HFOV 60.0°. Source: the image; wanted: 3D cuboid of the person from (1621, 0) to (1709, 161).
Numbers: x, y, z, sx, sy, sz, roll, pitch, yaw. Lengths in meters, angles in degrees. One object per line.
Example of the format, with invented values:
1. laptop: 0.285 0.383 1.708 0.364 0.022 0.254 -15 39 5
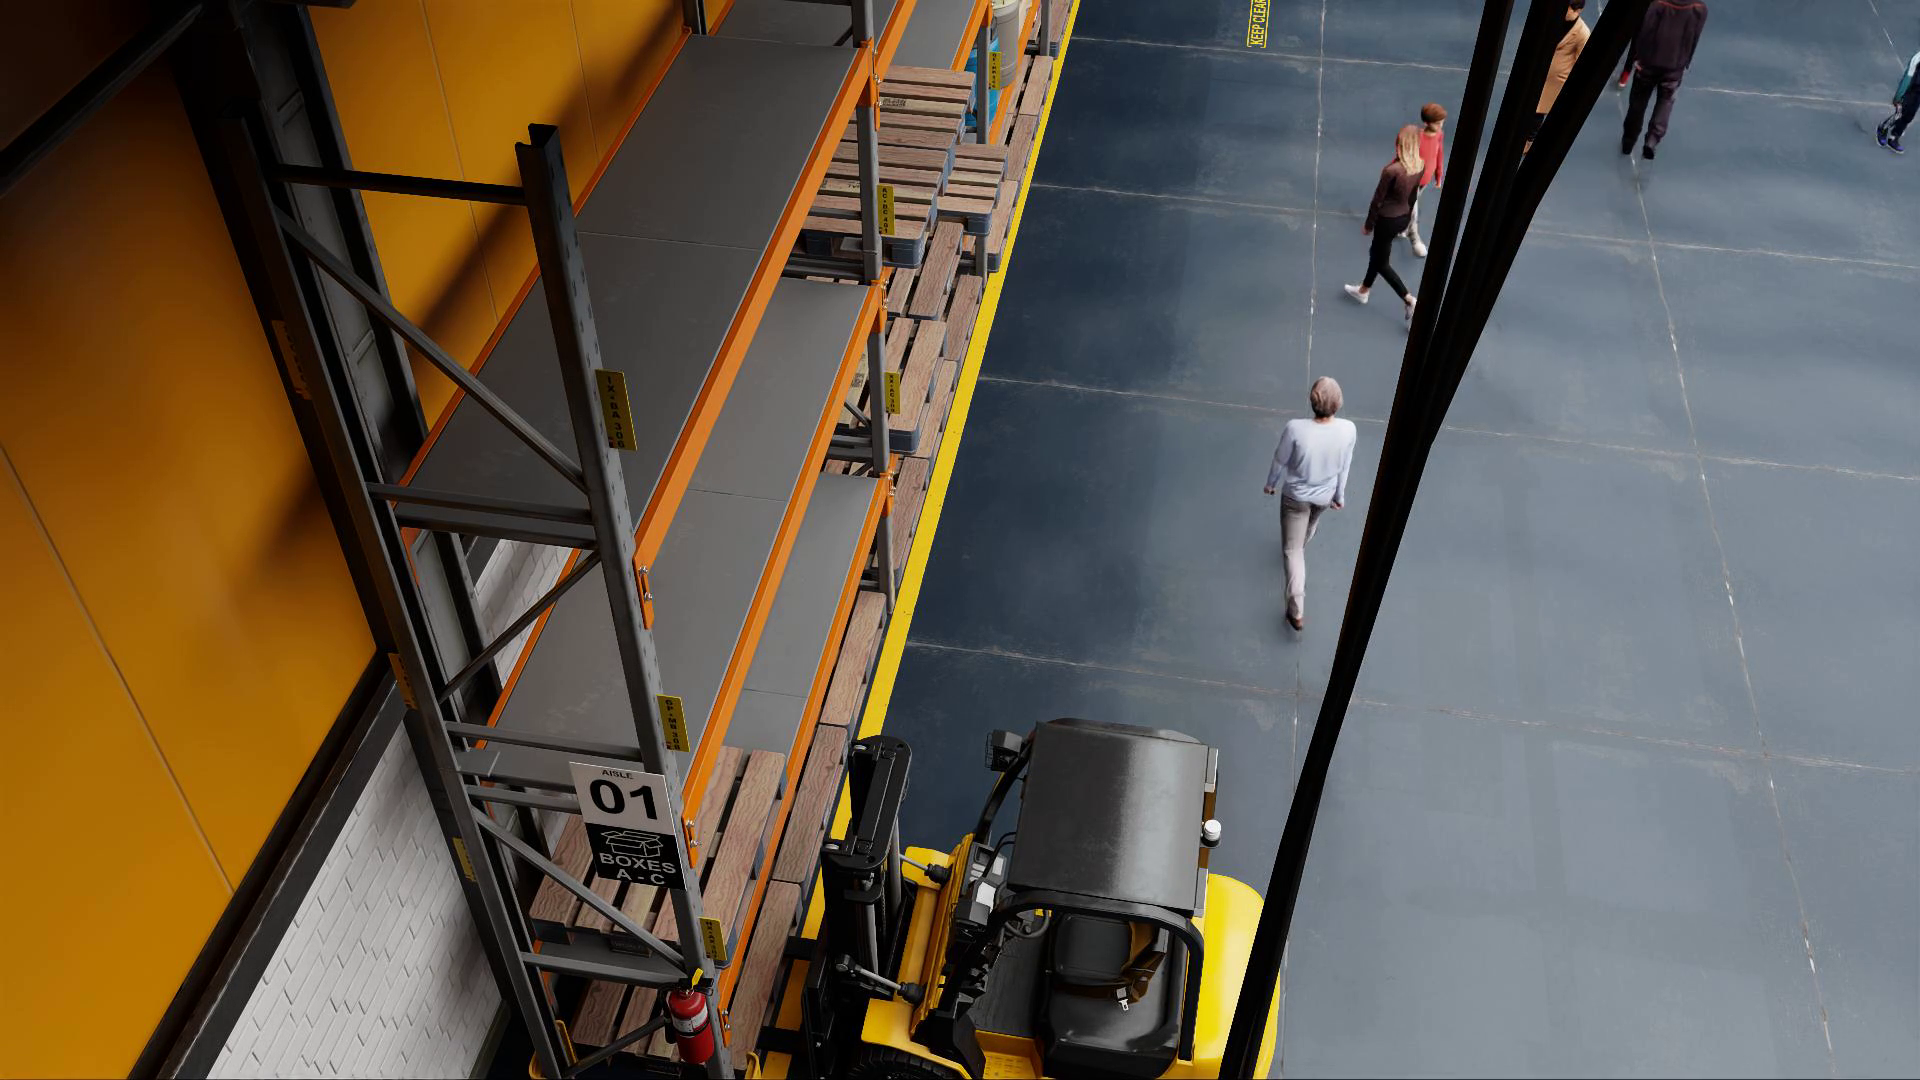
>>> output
1. person: 6.528 -4.391 15.447 0.780 1.895 0.939 14 45 15

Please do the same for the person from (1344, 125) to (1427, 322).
1. person: 3.602 -2.560 13.685 1.043 1.674 1.075 -30 51 -28

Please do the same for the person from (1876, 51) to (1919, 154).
1. person: 9.065 -4.322 15.841 0.598 1.250 0.650 -10 45 -10

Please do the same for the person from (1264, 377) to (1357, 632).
1. person: 2.336 -0.230 11.114 0.850 1.847 1.317 -1 44 -1

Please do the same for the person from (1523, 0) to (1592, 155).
1. person: 5.558 -4.319 15.495 0.822 1.724 0.757 -23 48 -23

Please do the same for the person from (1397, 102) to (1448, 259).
1. person: 3.960 -3.215 14.583 0.876 1.384 0.969 -22 48 -21
